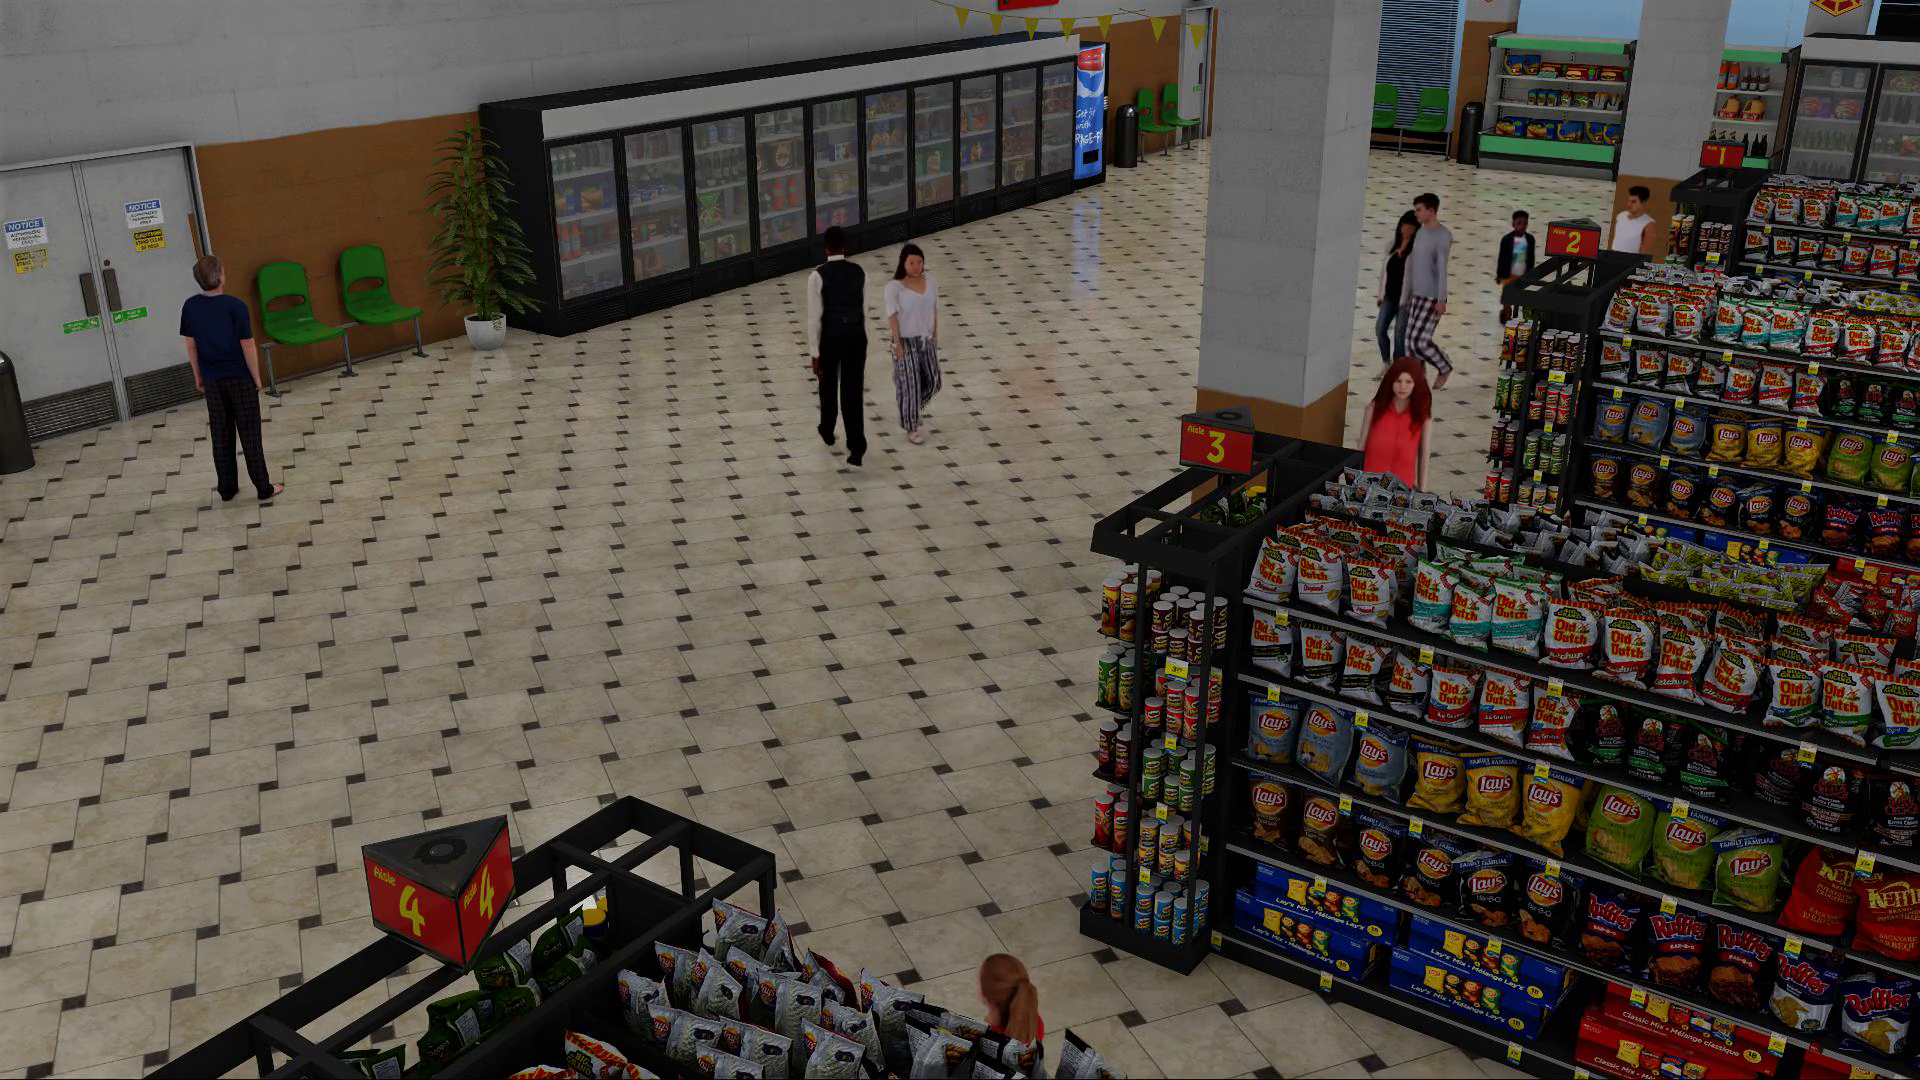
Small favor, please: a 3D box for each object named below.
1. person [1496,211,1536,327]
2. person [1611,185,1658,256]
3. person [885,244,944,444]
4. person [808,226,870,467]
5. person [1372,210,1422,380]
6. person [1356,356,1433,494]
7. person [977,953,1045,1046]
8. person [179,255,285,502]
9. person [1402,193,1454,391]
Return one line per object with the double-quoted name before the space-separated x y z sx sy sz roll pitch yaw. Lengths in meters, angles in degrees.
"person" 5.757 -2.801 17.305 0.872 1.255 0.866 0 22 0
"person" 6.444 -2.512 15.912 0.966 1.757 0.920 -6 23 -14
"person" -0.433 -1.673 13.944 0.831 1.667 0.896 -14 26 -30
"person" -0.909 -1.482 13.207 1.259 1.863 1.346 -6 23 -14
"person" 4.124 -2.250 15.431 0.740 1.629 0.568 -19 29 -39
"person" 2.621 -0.261 10.262 1.100 1.792 0.853 8 23 18
"person" 0.177 1.942 5.489 0.598 1.264 0.907 -20 29 -41
"person" -5.513 -1.211 12.522 0.692 1.871 0.796 0 22 -1
"person" 4.302 -2.211 15.060 0.915 1.834 0.852 -10 24 -23
